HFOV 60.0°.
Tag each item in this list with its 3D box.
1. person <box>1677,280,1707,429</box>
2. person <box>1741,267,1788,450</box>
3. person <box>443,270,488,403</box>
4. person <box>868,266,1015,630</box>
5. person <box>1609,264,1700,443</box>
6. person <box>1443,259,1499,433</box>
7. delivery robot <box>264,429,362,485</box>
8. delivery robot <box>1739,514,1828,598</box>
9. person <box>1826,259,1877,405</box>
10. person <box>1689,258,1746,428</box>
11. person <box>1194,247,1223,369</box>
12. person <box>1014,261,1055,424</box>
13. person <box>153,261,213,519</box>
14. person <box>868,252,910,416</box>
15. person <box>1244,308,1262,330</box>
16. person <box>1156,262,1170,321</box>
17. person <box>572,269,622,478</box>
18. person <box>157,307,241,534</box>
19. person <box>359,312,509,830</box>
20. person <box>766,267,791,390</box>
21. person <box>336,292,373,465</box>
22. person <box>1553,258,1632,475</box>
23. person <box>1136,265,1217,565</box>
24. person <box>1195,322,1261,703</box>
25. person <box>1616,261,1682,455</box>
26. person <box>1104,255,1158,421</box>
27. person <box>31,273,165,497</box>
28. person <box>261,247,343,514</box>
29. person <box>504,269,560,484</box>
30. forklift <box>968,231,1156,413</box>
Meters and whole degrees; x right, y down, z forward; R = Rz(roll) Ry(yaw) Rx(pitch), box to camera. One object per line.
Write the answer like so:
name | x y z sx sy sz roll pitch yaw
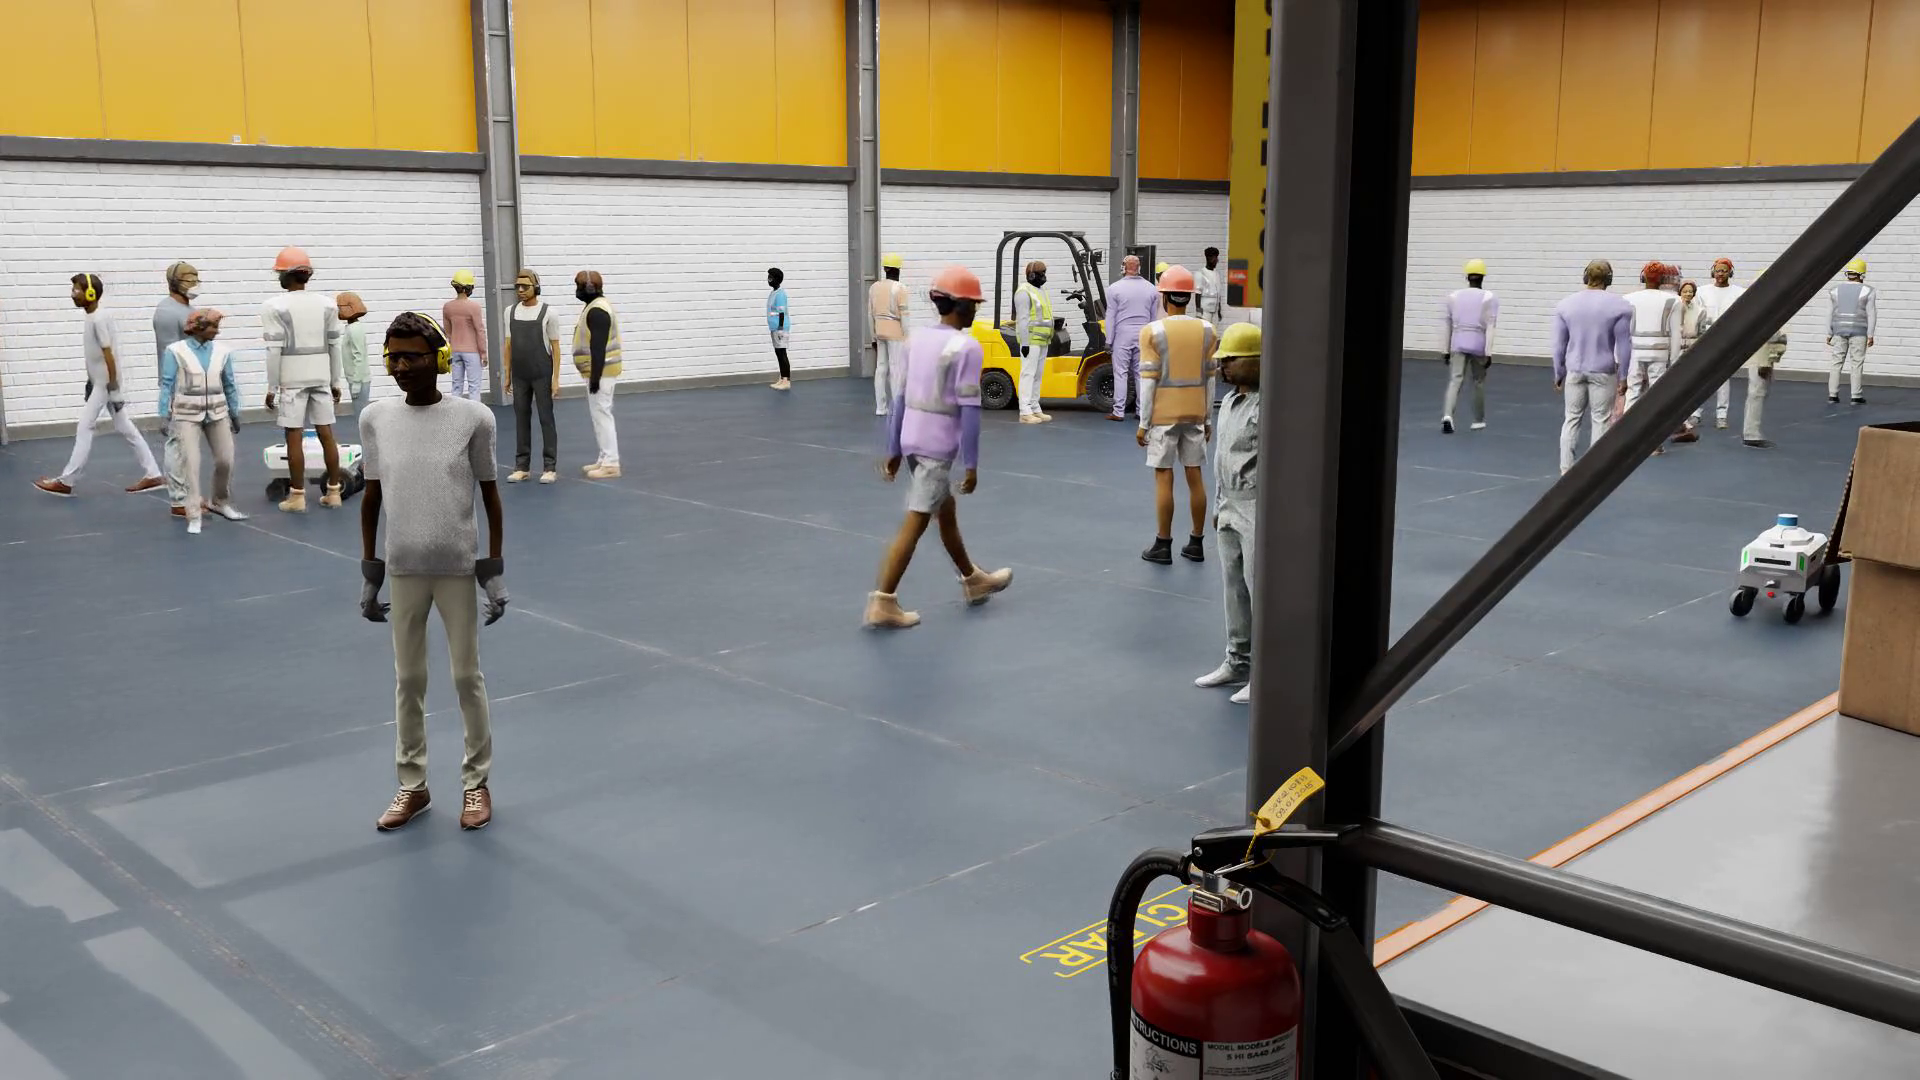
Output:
person | 7.955 -2.040 18.356 0.514 1.642 0.314 1 10 4
person | 8.050 -1.823 16.654 0.404 1.828 0.602 6 12 28
person | -5.252 -1.984 17.718 0.524 1.768 0.308 4 11 23
person | -0.096 -0.519 9.197 1.113 1.964 0.619 -8 13 -36
person | 7.122 -1.894 17.025 1.063 1.847 0.655 -4 11 -19
person | 5.518 -2.104 18.077 0.595 1.884 0.971 6 12 32
delivery robot | -5.255 -0.658 13.518 0.707 0.478 0.477 -1 10 -6
delivery robot | 4.667 0.097 9.413 0.477 0.478 0.707 7 13 35
person | 11.264 -2.625 21.023 0.403 1.834 0.589 -10 14 -42
person | 8.398 -2.181 18.472 0.576 1.882 0.355 5 11 25
person | 3.940 -3.660 26.353 0.610 1.954 0.395 -10 14 -43
person | 0.860 -2.255 18.982 0.429 1.842 0.637 5 11 25
person | -5.861 -1.129 12.581 0.353 1.936 0.633 -2 11 -9
person | -0.814 -2.411 19.597 0.587 1.928 0.382 9 14 39
person | 4.304 -3.075 23.343 0.429 1.887 0.664 -6 12 -30
person | 2.751 -2.887 22.636 0.523 1.769 0.316 -4 11 -23
person | -3.216 -1.473 14.760 0.432 1.832 0.650 -3 11 -14
person | -5.558 -0.870 12.046 0.452 1.626 0.671 9 14 40
person | -1.890 0.122 5.964 0.535 1.863 0.309 0 10 -1
person | -2.520 -2.927 23.063 0.320 1.694 0.535 -3 11 -18
person | -5.373 -1.387 14.818 0.269 1.632 0.504 -3 11 -18
person | 5.335 -1.400 14.061 0.635 1.936 0.354 8 13 37
person | 1.393 -0.807 10.824 0.547 1.938 0.377 -4 11 -18
person | 1.296 -0.123 7.632 0.325 1.740 0.492 -4 11 -20
person | 6.689 -1.763 16.186 0.587 1.882 0.341 5 11 24
person | 1.953 -2.316 19.167 0.643 1.903 0.401 -4 11 -21
person | -7.097 -1.259 13.632 0.996 1.807 0.552 -5 12 -26
person | -5.090 -1.224 12.834 0.417 2.033 0.630 9 13 39
person | -3.687 -1.403 14.327 0.506 1.847 0.344 2 11 10
forklift | 1.222 -2.721 20.561 2.313 2.155 1.214 2 11 13
